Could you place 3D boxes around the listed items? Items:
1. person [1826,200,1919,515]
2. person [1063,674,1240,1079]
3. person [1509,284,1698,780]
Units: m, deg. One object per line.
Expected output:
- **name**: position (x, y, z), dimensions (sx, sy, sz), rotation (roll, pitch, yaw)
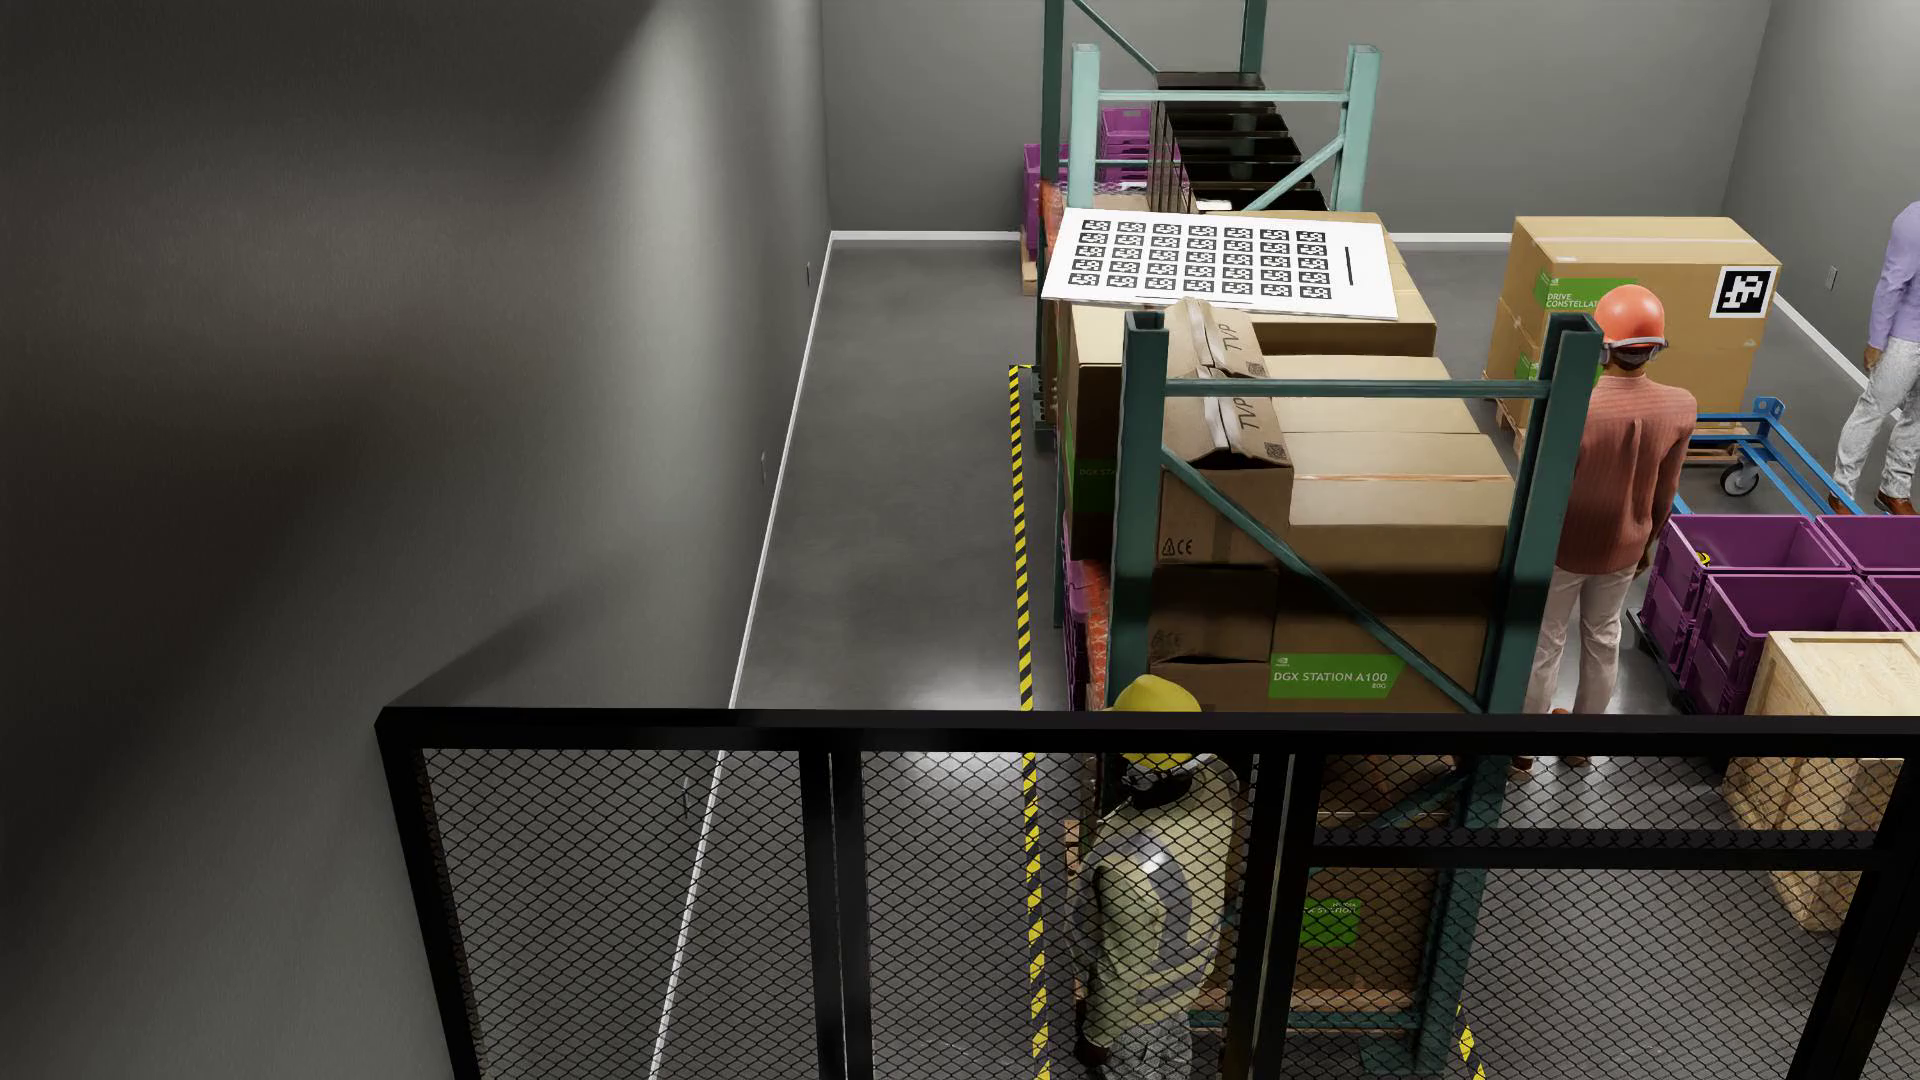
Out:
- **person**: position (4.546, -0.943, 7.782), dimensions (0.629, 1.940, 0.378), rotation (0, 31, 0)
- **person**: position (0.477, 1.126, 4.445), dimensions (0.404, 1.833, 0.590), rotation (16, 35, 25)
- **person**: position (2.310, 0.007, 6.152), dimensions (0.617, 1.992, 0.384), rotation (-7, 32, -12)
